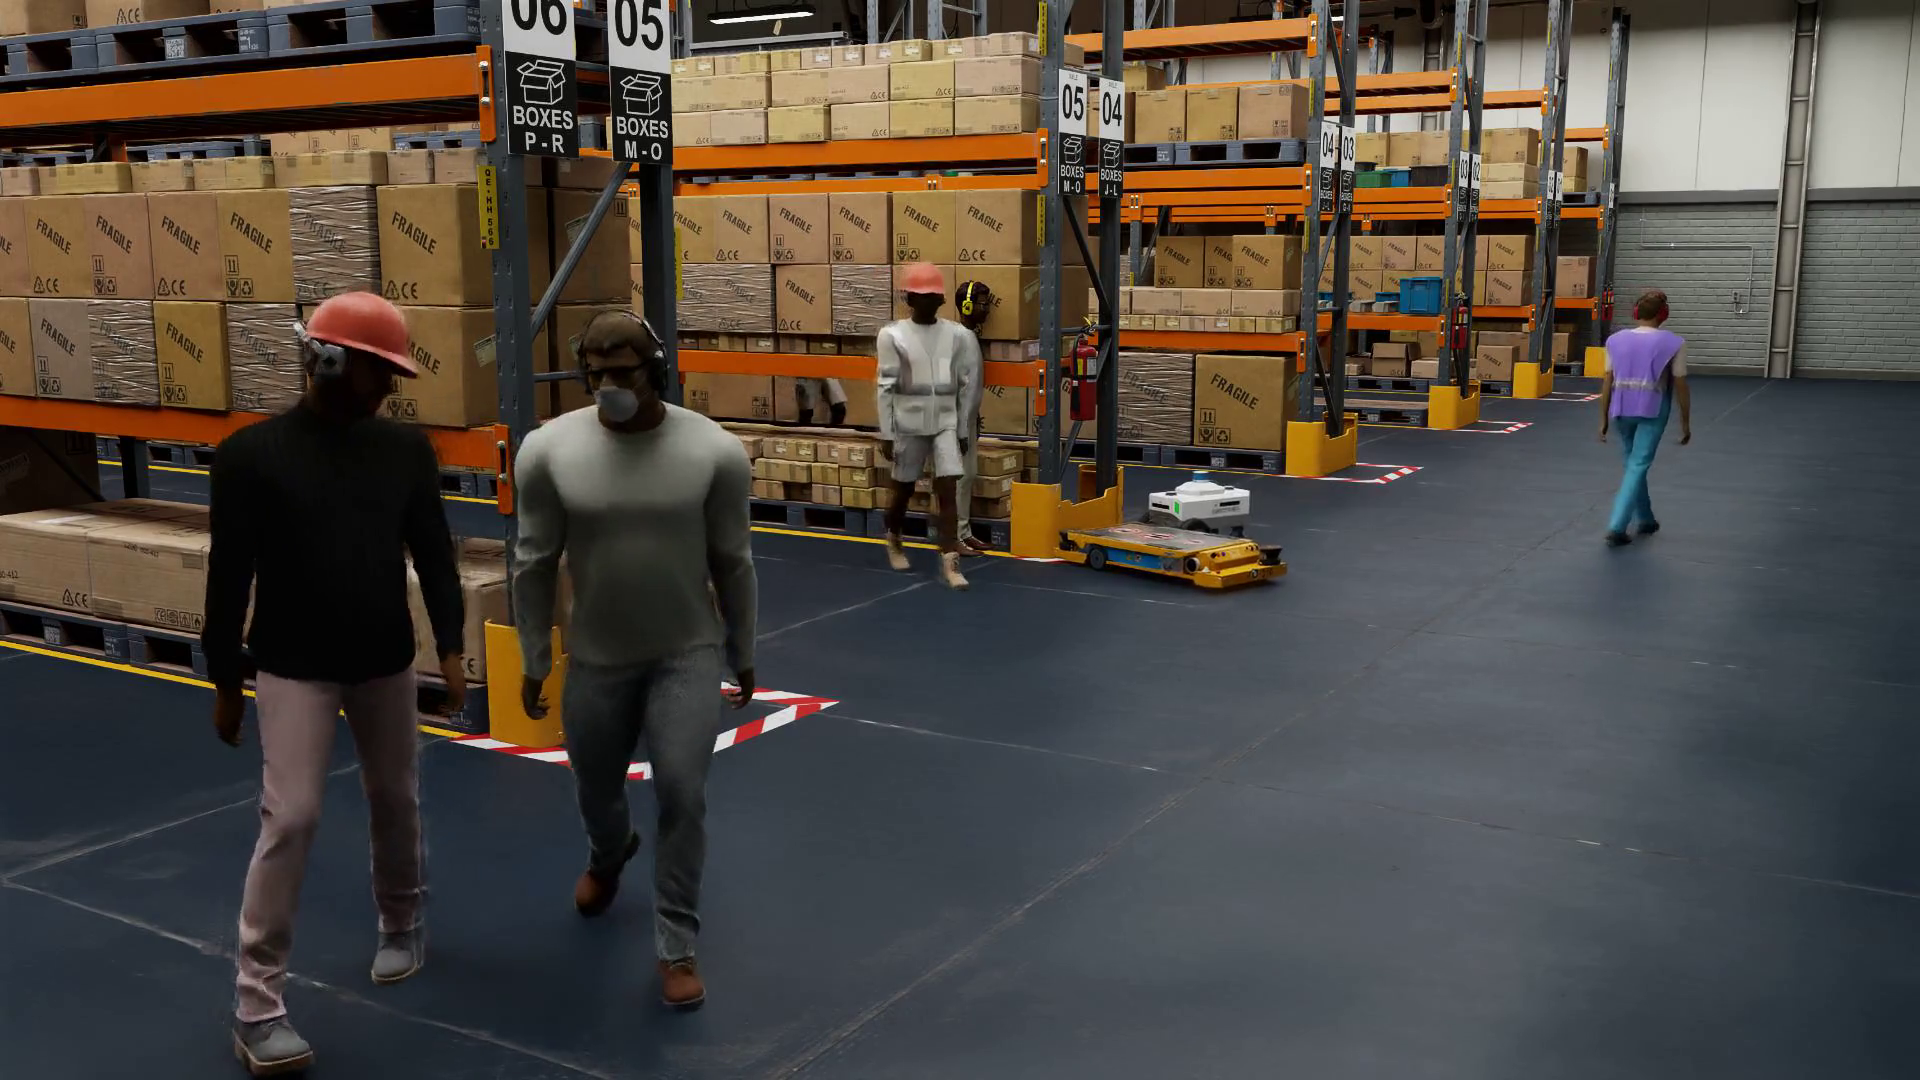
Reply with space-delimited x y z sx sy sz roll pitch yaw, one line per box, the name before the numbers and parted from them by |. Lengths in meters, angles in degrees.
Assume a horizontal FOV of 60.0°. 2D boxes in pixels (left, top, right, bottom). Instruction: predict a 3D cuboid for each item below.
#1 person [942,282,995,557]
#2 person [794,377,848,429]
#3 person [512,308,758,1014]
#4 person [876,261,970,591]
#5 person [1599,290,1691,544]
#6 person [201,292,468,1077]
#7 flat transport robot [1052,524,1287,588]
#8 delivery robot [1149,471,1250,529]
person | 0.049 -0.812 11.278 0.333 1.860 0.509 2 10 14
person | -1.240 -1.518 15.135 0.643 1.943 0.687 -9 13 -43
person | -0.898 0.295 4.690 0.662 1.909 0.762 -2 10 -9
person | -0.233 -0.733 10.392 0.614 2.005 0.995 -3 10 -17
person | 4.886 -0.880 11.882 1.001 1.795 0.583 -9 14 -44
person | -1.646 0.332 4.382 0.688 1.934 0.671 -9 13 -41
flat transport robot | 1.331 0.076 10.713 0.652 0.197 1.431 -9 13 -42
delivery robot | 1.646 -0.231 11.409 0.707 0.478 0.477 -6 12 -33
